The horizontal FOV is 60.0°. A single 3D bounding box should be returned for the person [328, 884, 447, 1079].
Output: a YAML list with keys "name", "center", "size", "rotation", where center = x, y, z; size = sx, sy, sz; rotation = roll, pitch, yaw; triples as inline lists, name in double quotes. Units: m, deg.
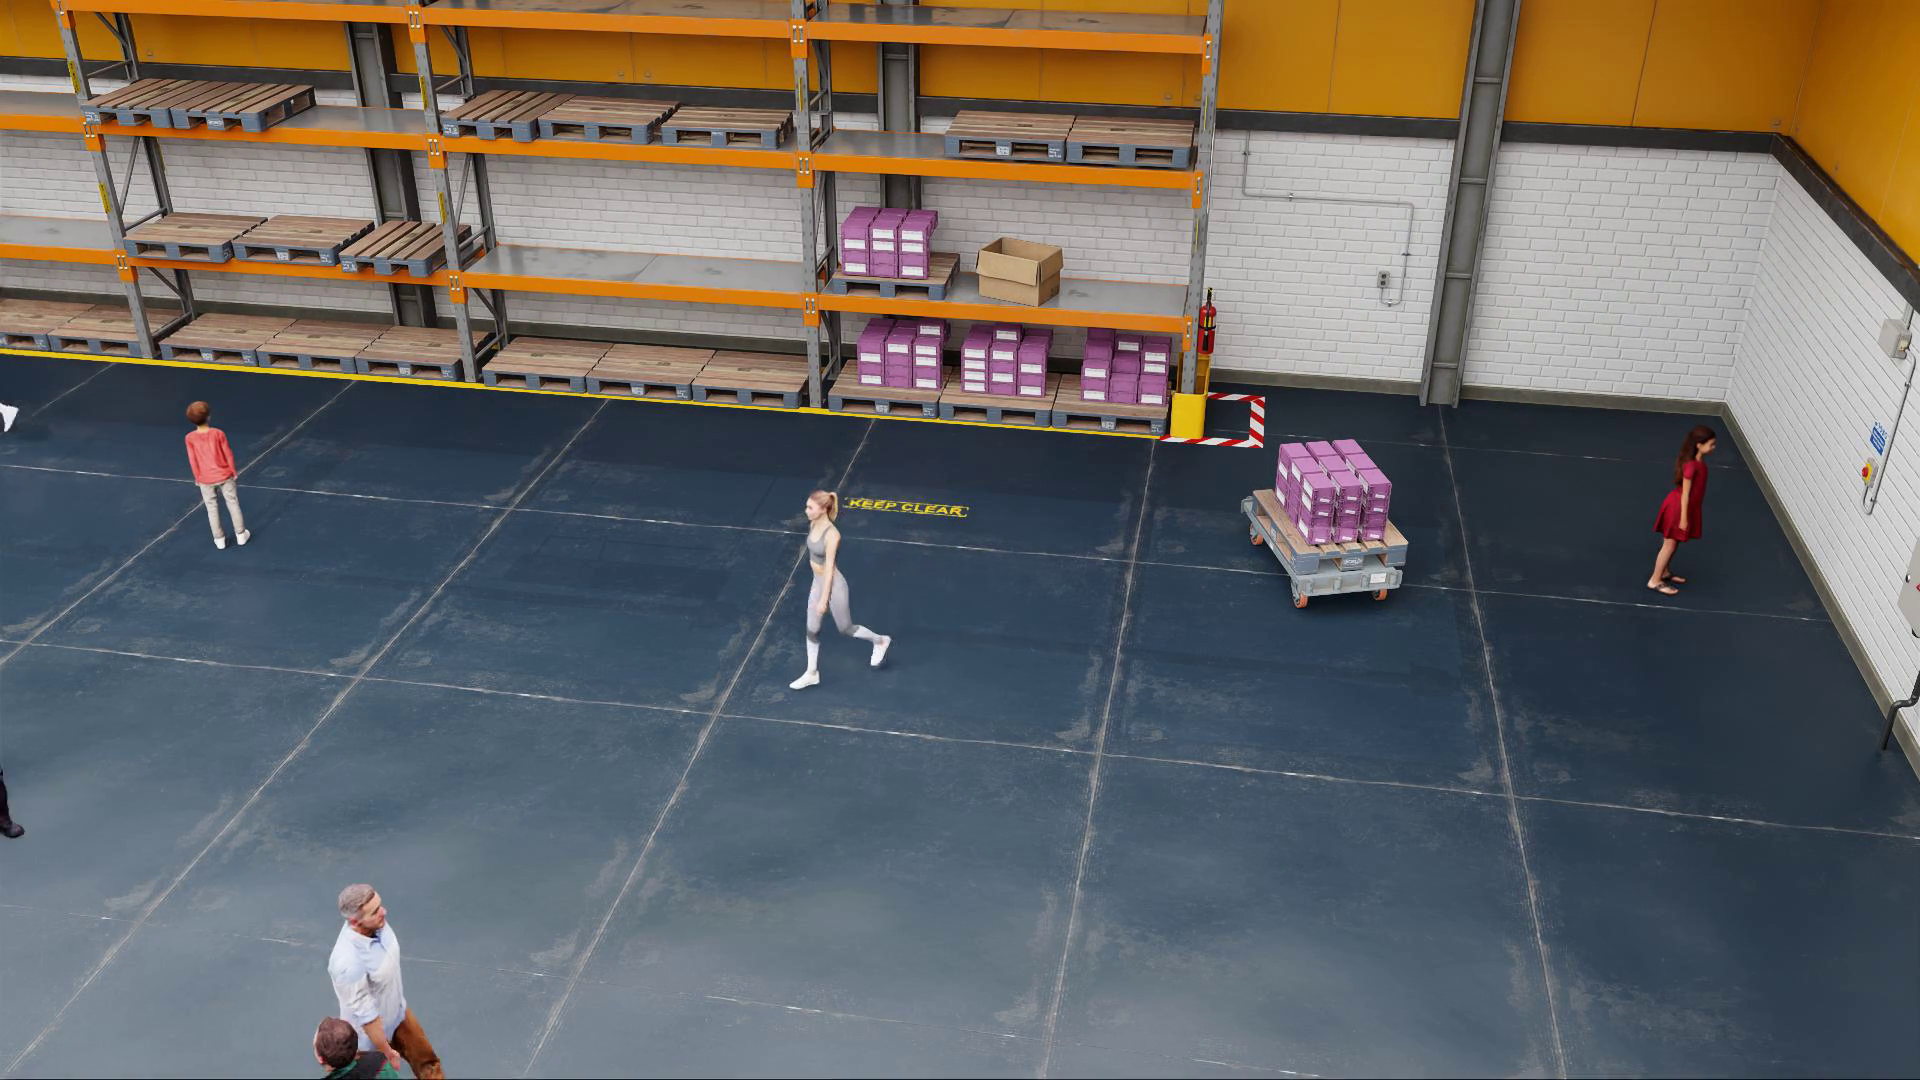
- name: "person"
  center: [-3.211, 2.582, 8.883]
  size: [1.221, 1.779, 0.837]
  rotation: [0, 29, 0]

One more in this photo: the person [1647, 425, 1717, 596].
- name: "person"
  center: [6.236, -0.287, 14.380]
  size: [0.693, 1.552, 0.633]
  rotation: [15, 32, 26]

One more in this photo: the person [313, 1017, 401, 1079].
- name: "person"
  center: [-2.795, 3.055, 7.977]
  size: [1.003, 1.817, 0.835]
  rotation: [16, 32, 26]

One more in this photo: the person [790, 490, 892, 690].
- name: "person"
  center: [-0.939, 0.374, 13.044]
  size: [1.107, 1.672, 1.060]
  rotation: [-20, 34, -32]

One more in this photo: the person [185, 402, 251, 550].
- name: "person"
  center: [-6.757, -0.592, 15.081]
  size: [0.547, 1.417, 0.648]
  rotation: [-10, 30, -17]
